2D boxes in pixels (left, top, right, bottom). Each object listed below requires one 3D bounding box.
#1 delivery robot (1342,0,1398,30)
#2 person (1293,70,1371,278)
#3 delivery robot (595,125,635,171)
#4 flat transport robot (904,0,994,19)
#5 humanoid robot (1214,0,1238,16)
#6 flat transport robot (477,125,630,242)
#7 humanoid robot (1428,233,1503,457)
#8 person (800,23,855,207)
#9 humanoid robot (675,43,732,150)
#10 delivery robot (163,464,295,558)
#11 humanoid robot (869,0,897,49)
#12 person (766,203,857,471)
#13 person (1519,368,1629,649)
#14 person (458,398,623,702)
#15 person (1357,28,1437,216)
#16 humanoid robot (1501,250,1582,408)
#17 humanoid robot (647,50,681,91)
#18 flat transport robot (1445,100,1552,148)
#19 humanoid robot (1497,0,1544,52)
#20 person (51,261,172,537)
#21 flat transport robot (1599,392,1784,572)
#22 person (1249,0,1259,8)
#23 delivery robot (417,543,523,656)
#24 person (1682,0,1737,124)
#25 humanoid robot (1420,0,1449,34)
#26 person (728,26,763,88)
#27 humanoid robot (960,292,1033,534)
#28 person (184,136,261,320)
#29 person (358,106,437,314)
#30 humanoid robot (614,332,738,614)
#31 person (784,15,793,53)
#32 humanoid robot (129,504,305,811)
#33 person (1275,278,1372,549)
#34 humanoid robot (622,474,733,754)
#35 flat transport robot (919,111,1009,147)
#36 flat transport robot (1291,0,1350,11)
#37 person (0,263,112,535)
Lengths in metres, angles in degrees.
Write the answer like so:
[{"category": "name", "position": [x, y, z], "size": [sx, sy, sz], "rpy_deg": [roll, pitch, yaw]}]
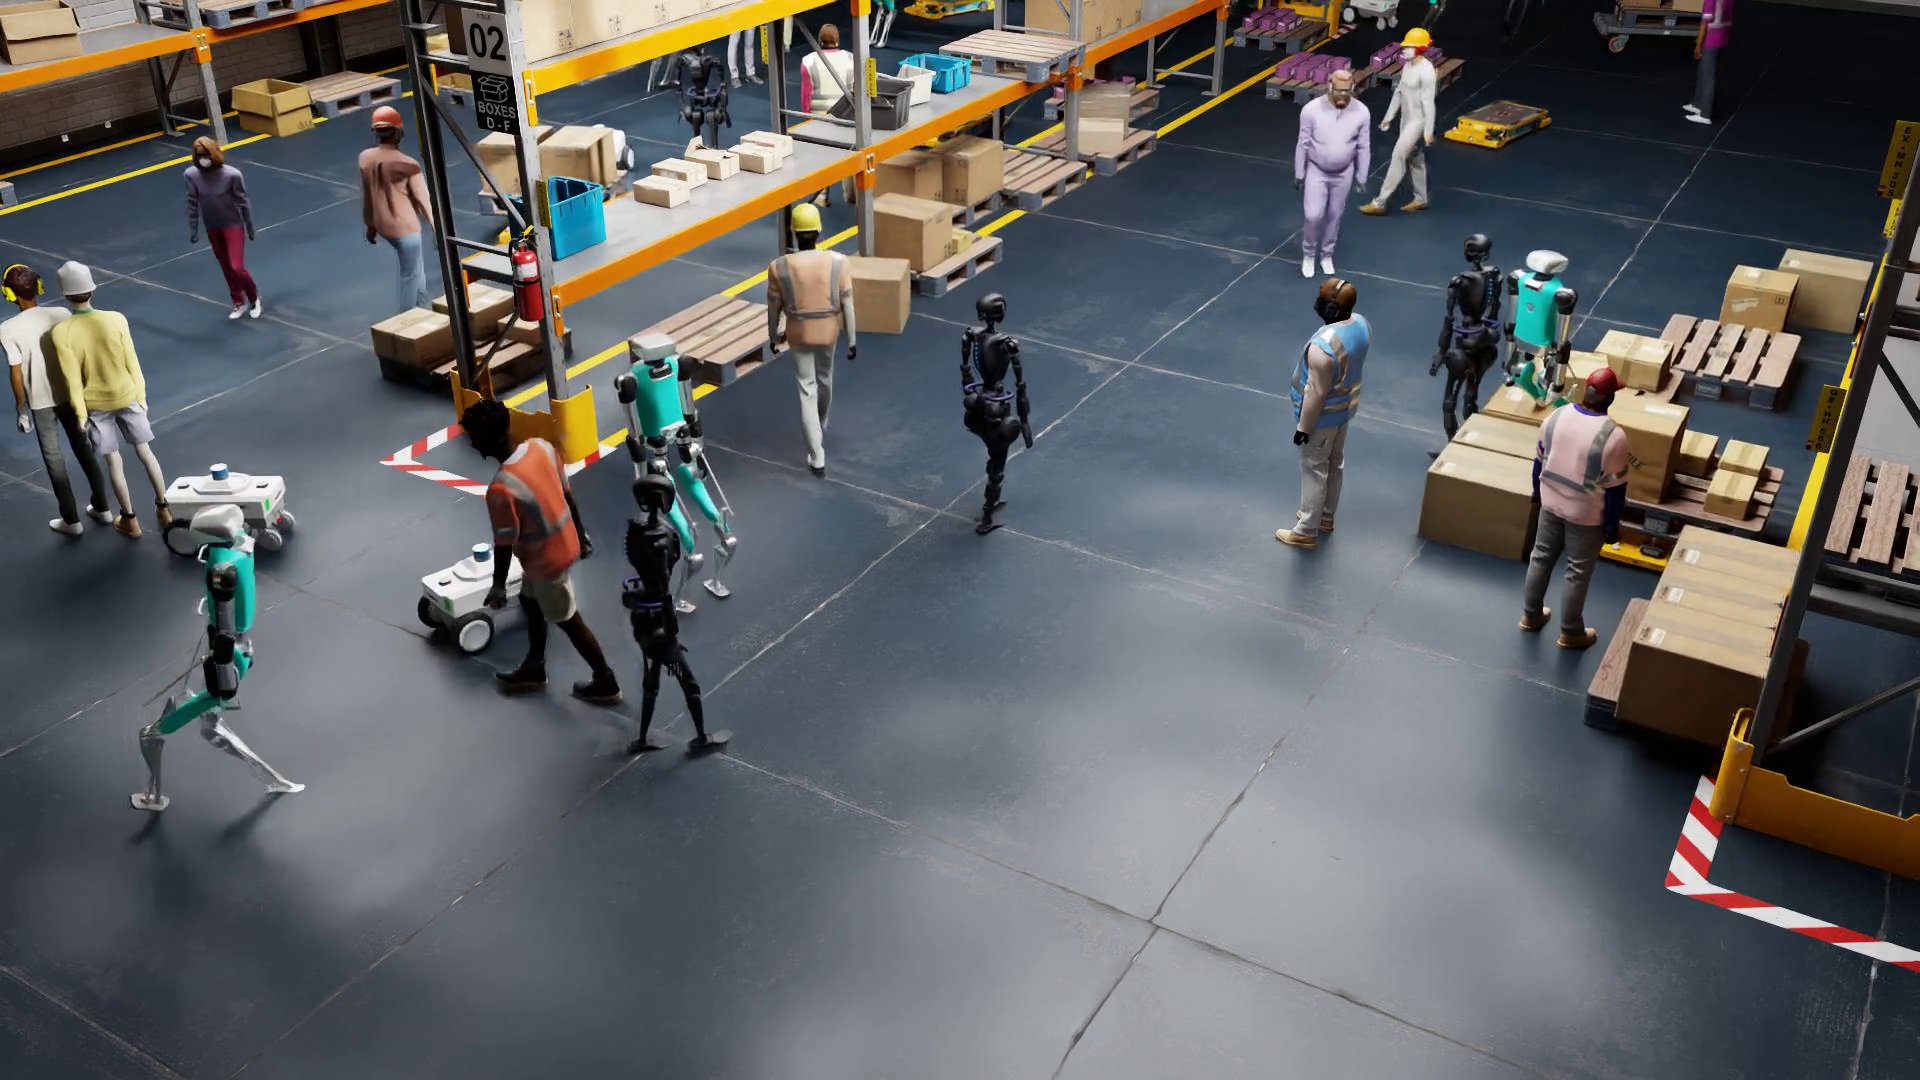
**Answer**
[{"category": "delivery robot", "position": [6.081, -7.876, 24.603], "size": [0.499, 0.614, 0.789], "rpy_deg": [-22, 36, -34]}, {"category": "person", "position": [3.396, -3.306, 15.144], "size": [0.663, 1.889, 0.572], "rpy_deg": [-1, 29, -1]}, {"category": "delivery robot", "position": [-3.891, -4.225, 18.138], "size": [0.499, 0.608, 0.786], "rpy_deg": [4, 30, 8]}, {"category": "flat transport robot", "position": [-0.090, -8.203, 25.452], "size": [1.431, 0.231, 0.659], "rpy_deg": [-22, 36, -34]}, {"category": "humanoid robot", "position": [4.098, -8.709, 24.891], "size": [0.663, 1.841, 0.539], "rpy_deg": [-12, 32, -21]}, {"category": "flat transport robot", "position": [-4.060, -3.297, 16.774], "size": [0.659, 0.231, 1.431], "rpy_deg": [5, 30, 8]}, {"category": "humanoid robot", "position": [3.687, -1.390, 11.978], "size": [0.609, 1.628, 0.441], "rpy_deg": [-18, 34, -28]}, {"category": "person", "position": [-1.314, -4.345, 17.046], "size": [0.627, 1.834, 0.453], "rpy_deg": [-7, 30, -12]}, {"category": "humanoid robot", "position": [-2.723, -4.588, 17.636], "size": [0.605, 1.633, 0.458], "rpy_deg": [4, 30, 6]}, {"category": "delivery robot", "position": [-4.877, -0.219, 11.038], "size": [0.779, 0.594, 0.499], "rpy_deg": [-1, 29, -1]}, {"category": "humanoid robot", "position": [-1.128, -7.744, 23.072], "size": [0.705, 1.722, 0.530], "rpy_deg": [-26, 39, -38]}, {"category": "person", "position": [-1.072, -1.494, 11.961], "size": [0.604, 1.869, 1.013], "rpy_deg": [-8, 30, -13]}, {"category": "person", "position": [3.623, -0.193, 9.776], "size": [0.418, 1.752, 0.606], "rpy_deg": [-19, 35, -30]}, {"category": "person", "position": [-2.344, 0.092, 9.117], "size": [0.879, 1.896, 0.621], "rpy_deg": [4, 30, 7]}, {"category": "person", "position": [4.446, -4.192, 16.741], "size": [0.896, 1.858, 0.601], "rpy_deg": [-4, 30, -6]}, {"category": "humanoid robot", "position": [4.094, -1.205, 11.545], "size": [0.737, 1.735, 0.530], "rpy_deg": [-18, 34, -28]}, {"category": "humanoid robot", "position": [-3.830, -6.524, 21.025], "size": [0.856, 1.790, 0.540], "rpy_deg": [-26, 38, -38]}, {"category": "flat transport robot", "position": [6.370, -4.912, 19.632], "size": [0.659, 0.231, 1.431], "rpy_deg": [24, 37, 36]}, {"category": "humanoid robot", "position": [7.802, -7.614, 22.997], "size": [0.600, 1.643, 0.375], "rpy_deg": [10, 31, 17]}, {"category": "person", "position": [-5.567, -0.902, 10.892], "size": [0.474, 1.892, 0.396], "rpy_deg": [-22, 36, -33]}, {"category": "flat transport robot", "position": [4.799, -0.181, 11.261], "size": [0.659, 0.231, 1.431], "rpy_deg": [17, 34, 27]}, {"category": "person", "position": [4.728, -9.027, 25.427], "size": [0.427, 1.728, 0.583], "rpy_deg": [11, 31, 18]}, {"category": "delivery robot", "position": [-2.888, 0.317, 10.107], "size": [0.808, 0.610, 0.499], "rpy_deg": [-24, 37, -36]}, {"category": "person", "position": [8.958, -5.930, 19.869], "size": [0.510, 1.811, 0.615], "rpy_deg": [-19, 35, -30]}, {"category": "humanoid robot", "position": [6.785, -8.064, 23.729], "size": [0.537, 1.818, 0.632], "rpy_deg": [-23, 37, -34]}, {"category": "person", "position": [-2.798, -6.806, 21.276], "size": [0.497, 1.948, 0.432], "rpy_deg": [-20, 35, -31]}, {"category": "humanoid robot", "position": [0.240, -0.859, 11.027], "size": [0.600, 1.648, 0.456], "rpy_deg": [26, 38, 38]}, {"category": "person", "position": [-6.333, -2.662, 14.277], "size": [0.521, 1.621, 0.406], "rpy_deg": [3, 30, 5]}, {"category": "person", "position": [-4.586, -2.626, 13.877], "size": [0.689, 1.952, 0.750], "rpy_deg": [15, 33, 25]}, {"category": "humanoid robot", "position": [-1.642, -0.364, 10.056], "size": [0.733, 1.743, 0.530], "rpy_deg": [23, 37, 35]}, {"category": "person", "position": [-2.441, -7.616, 22.909], "size": [0.596, 1.737, 0.373], "rpy_deg": [0, 29, 0]}, {"category": "humanoid robot", "position": [-3.923, 0.645, 8.337], "size": [0.996, 1.758, 0.571], "rpy_deg": [-5, 30, -9]}, {"category": "person", "position": [2.352, -0.825, 10.801], "size": [0.429, 1.846, 0.625], "rpy_deg": [20, 35, 32]}, {"category": "humanoid robot", "position": [-1.560, 0.397, 8.834], "size": [0.629, 1.638, 0.611], "rpy_deg": [-11, 31, -19]}, {"category": "flat transport robot", "position": [-0.039, -4.906, 19.621], "size": [0.659, 0.231, 1.431], "rpy_deg": [17, 33, 27]}, {"category": "flat transport robot", "position": [5.885, -8.258, 25.550], "size": [1.431, 0.231, 0.659], "rpy_deg": [21, 36, 32]}, {"category": "person", "position": [-5.984, -0.919, 10.959], "size": [0.353, 1.855, 0.527], "rpy_deg": [17, 33, 27]}]
